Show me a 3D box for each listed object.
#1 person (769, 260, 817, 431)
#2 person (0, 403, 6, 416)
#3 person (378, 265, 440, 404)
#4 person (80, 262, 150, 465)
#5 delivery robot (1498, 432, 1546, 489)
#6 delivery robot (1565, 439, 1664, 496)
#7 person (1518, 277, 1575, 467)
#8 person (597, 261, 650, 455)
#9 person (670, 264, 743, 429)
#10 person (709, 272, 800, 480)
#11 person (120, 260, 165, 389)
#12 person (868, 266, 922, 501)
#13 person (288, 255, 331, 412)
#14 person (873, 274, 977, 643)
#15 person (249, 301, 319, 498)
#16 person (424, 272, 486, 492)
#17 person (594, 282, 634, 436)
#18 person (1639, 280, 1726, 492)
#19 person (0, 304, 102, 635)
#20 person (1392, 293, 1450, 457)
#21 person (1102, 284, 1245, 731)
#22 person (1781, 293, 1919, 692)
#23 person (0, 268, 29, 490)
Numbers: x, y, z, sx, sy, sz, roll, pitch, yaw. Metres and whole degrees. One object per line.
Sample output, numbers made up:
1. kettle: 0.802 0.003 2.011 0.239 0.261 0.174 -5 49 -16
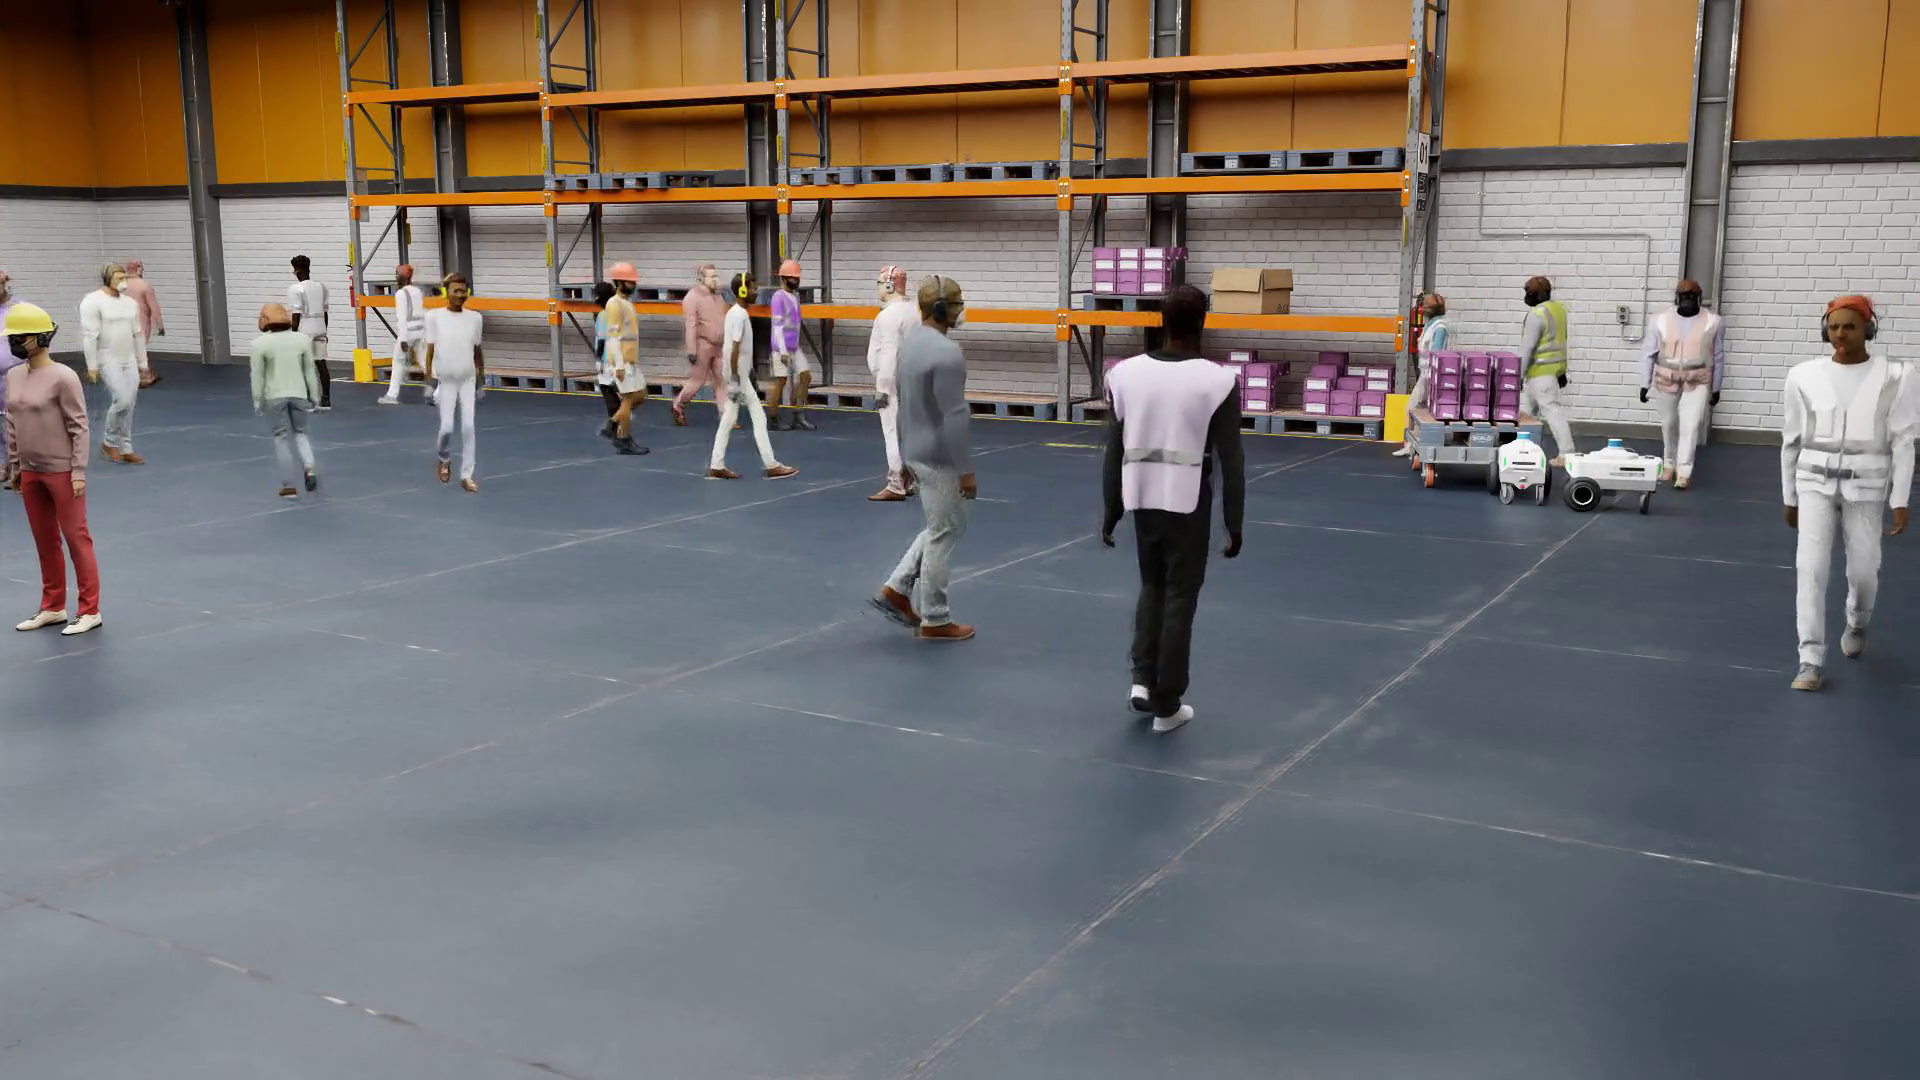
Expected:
1. person: -1.866 -2.158 18.571 0.690 1.908 0.571 4 11 23
2. person: -11.851 -2.394 20.362 0.554 1.744 0.498 -4 11 -22
3. person: -7.192 -2.687 21.802 0.973 1.836 0.587 3 10 15
4. person: -7.911 -1.648 15.665 0.445 1.920 0.653 3 10 16
5. delivery robot: 4.577 -0.638 13.547 0.477 0.478 0.707 3 10 16
6. delivery robot: 5.132 -0.552 13.061 0.707 0.478 0.477 3 10 16
7. person: 5.433 -1.581 15.686 0.987 1.775 0.648 8 13 40
8. person: -3.339 -1.792 16.474 0.464 1.919 0.569 1 10 7
9. person: -2.915 -2.198 18.915 0.869 1.877 0.653 6 12 32
10. person: -1.835 -1.436 14.716 0.891 1.833 0.580 -2 10 -13
11. person: -11.977 -3.151 24.354 0.678 1.855 0.976 3 10 14
12. person: -0.550 -1.271 13.571 0.410 1.909 0.643 3 10 15
13. person: -8.185 -2.591 20.896 0.379 1.959 0.603 4 11 23
14. person: -0.125 -0.405 8.613 0.475 1.924 0.633 -3 10 -16
15. person: -5.558 -1.155 13.707 0.529 1.614 0.366 -9 13 -41
16. person: -4.289 -1.336 14.094 0.538 1.854 0.504 -7 12 -33
17. person: -3.848 -1.975 18.175 0.370 1.682 0.547 1 10 7
18. person: 6.210 -1.339 14.333 0.654 1.795 0.924 6 12 30
19. person: -4.865 -0.368 8.856 0.528 1.767 0.329 4 11 23
20. person: 4.475 -1.567 16.057 0.667 1.610 0.527 1 10 3
21. person: 0.911 -0.128 7.095 0.630 1.903 0.458 6 12 32
22. person: 4.191 -0.240 7.880 0.578 1.858 0.751 7 12 34
23. person: -8.172 -1.378 14.205 0.667 1.891 0.427 -1 10 -4
